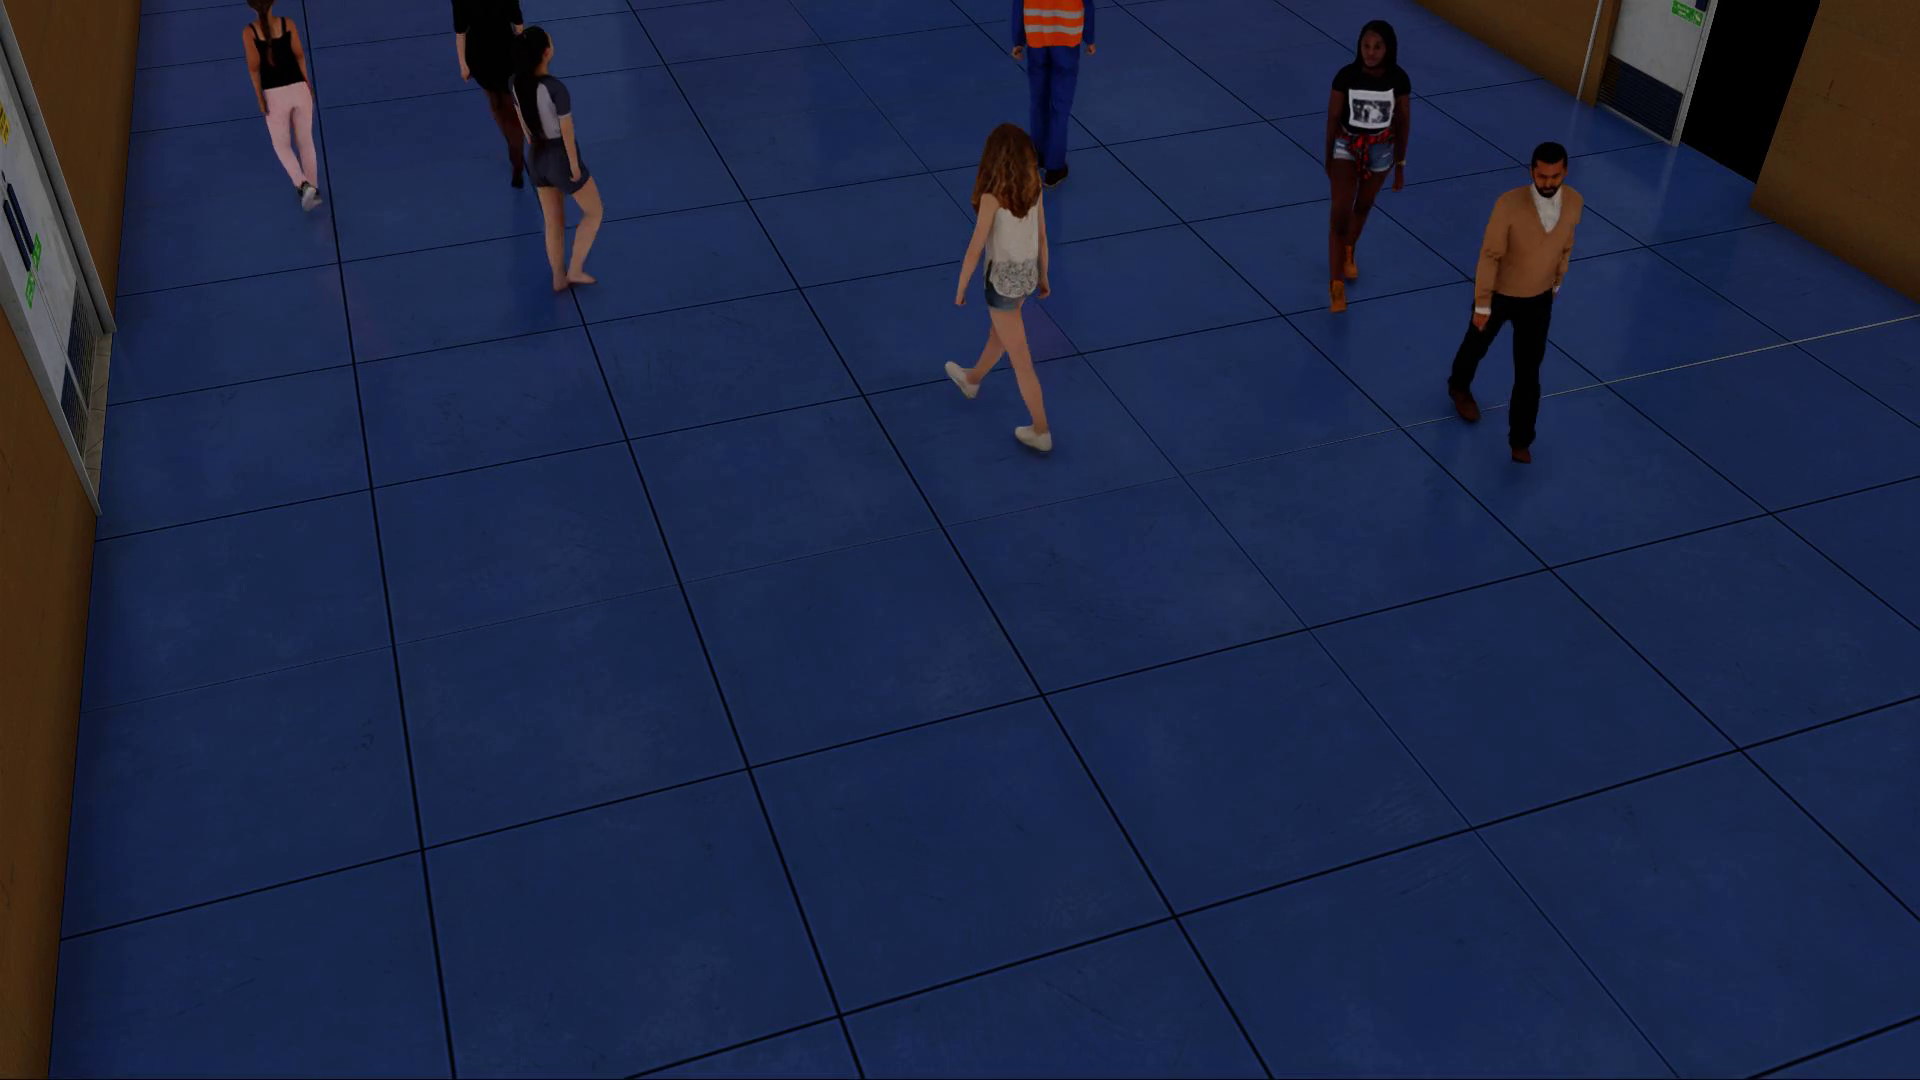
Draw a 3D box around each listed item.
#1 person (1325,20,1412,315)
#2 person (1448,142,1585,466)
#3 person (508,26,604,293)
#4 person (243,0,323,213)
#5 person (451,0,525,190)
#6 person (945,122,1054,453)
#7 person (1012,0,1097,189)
[{"bbox_3d":[2.375,-2.263,9.884,1.183,1.675,1.008,2,37,3],"label":"person"},{"bbox_3d":[2.830,-1.300,8.573,1.154,1.709,0.938,-6,37,-8],"label":"person"},{"bbox_3d":[-2.434,-2.176,9.800,0.707,1.638,0.756,19,41,24],"label":"person"},{"bbox_3d":[-4.349,-2.851,10.773,0.805,1.549,0.697,-22,42,-27],"label":"person"},{"bbox_3d":[-3.134,-3.257,11.203,1.034,1.665,0.765,-7,37,-10],"label":"person"},{"bbox_3d":[0.321,-1.218,8.454,1.112,1.721,0.945,-29,45,-33],"label":"person"},{"bbox_3d":[0.609,-3.277,11.078,0.931,1.864,0.985,11,38,14],"label":"person"}]
